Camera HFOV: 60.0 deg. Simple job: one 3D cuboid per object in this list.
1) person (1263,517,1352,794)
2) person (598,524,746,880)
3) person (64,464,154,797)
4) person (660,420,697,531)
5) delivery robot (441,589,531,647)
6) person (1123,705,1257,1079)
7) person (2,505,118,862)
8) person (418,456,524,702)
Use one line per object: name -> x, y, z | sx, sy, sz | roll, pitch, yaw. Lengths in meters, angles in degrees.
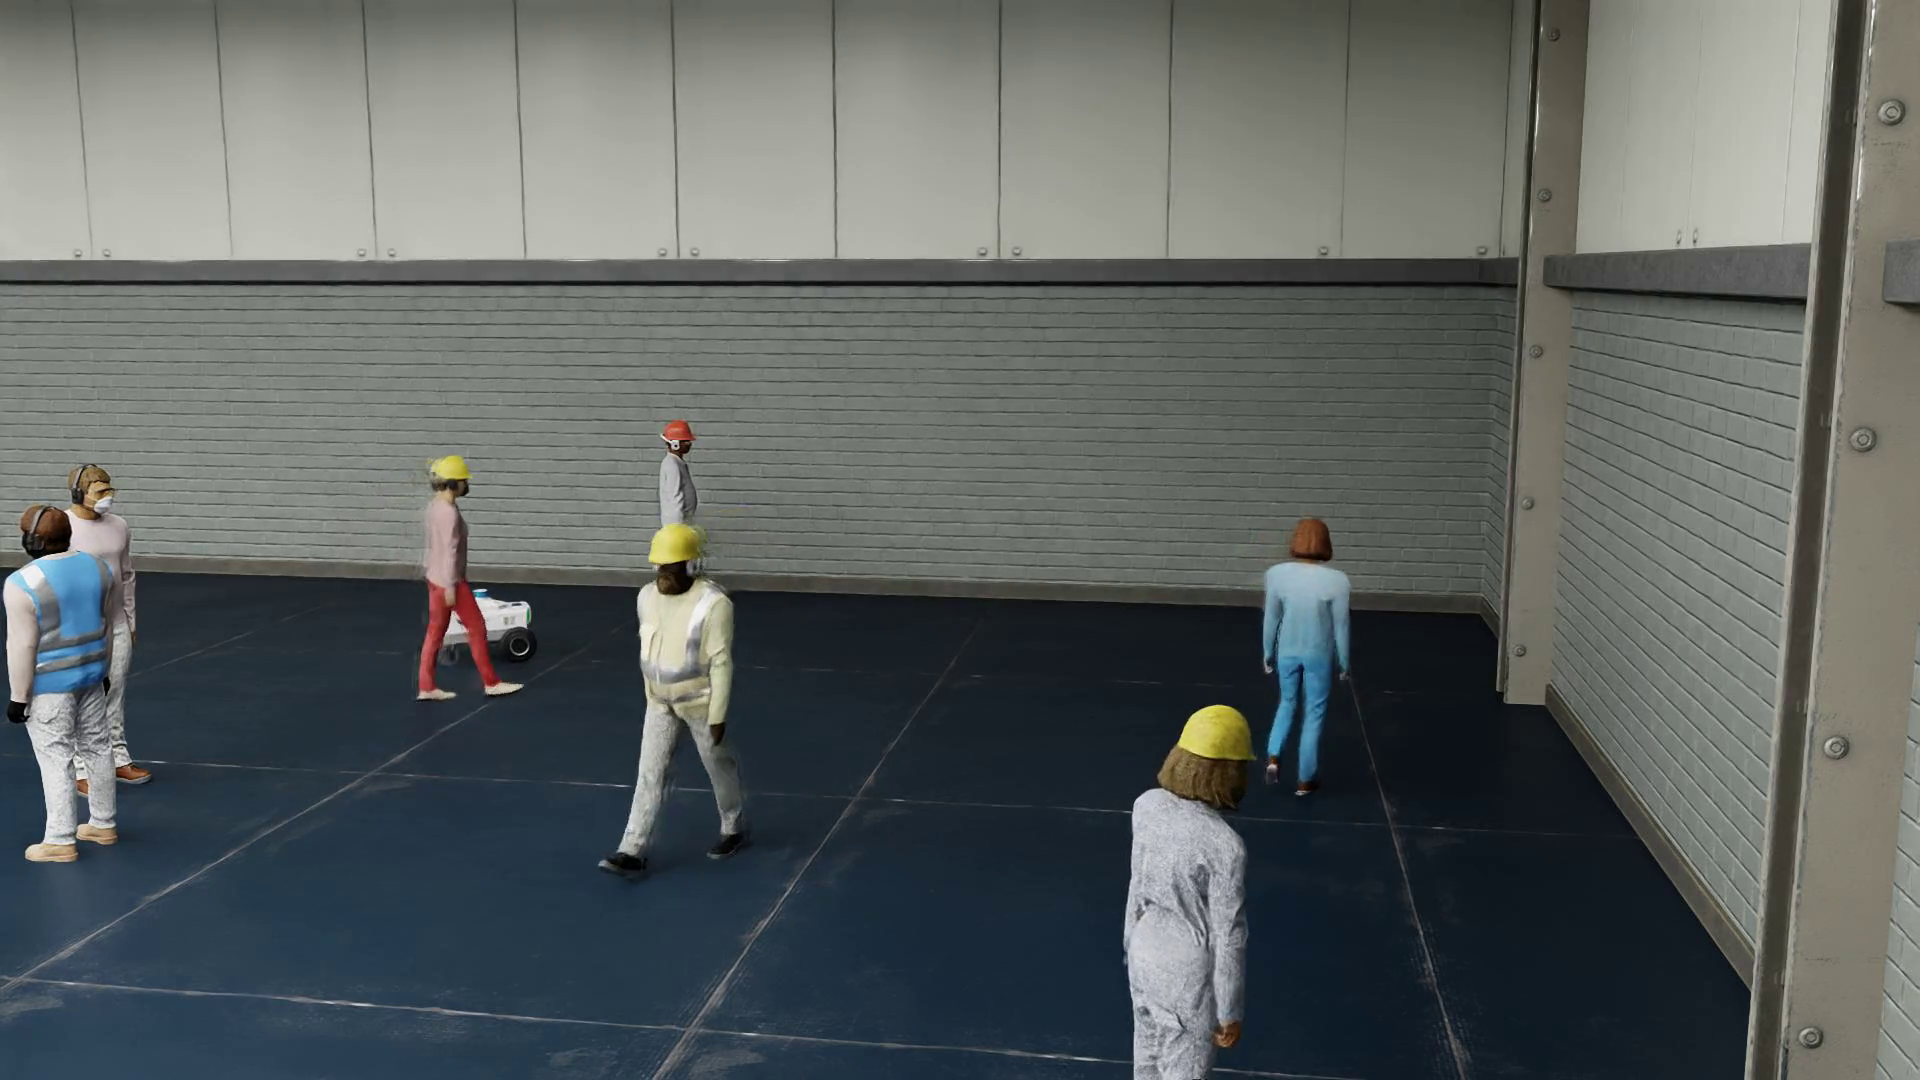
person -> 1.997, 0.676, 9.605 | 0.509, 1.620, 0.378 | 6, 11, 33
person -> -1.405, 0.805, 8.325 | 0.616, 1.777, 0.949 | 5, 10, 28
person -> -5.022, 0.518, 9.653 | 0.375, 1.933, 0.625 | 3, 10, 17
person -> -2.422, -0.163, 14.384 | 0.329, 1.751, 0.567 | -2, 9, -13
delivery robot -> -3.713, 0.623, 12.934 | 0.707, 0.478, 0.477 | -4, 10, -23
person -> 0.708, 1.350, 5.151 | 0.360, 1.725, 0.536 | -6, 11, -31
person -> -4.649, 0.733, 8.583 | 0.429, 1.847, 0.622 | 3, 10, 18
person -> -3.478, 0.279, 11.722 | 0.814, 1.734, 0.548 | -5, 10, -28
